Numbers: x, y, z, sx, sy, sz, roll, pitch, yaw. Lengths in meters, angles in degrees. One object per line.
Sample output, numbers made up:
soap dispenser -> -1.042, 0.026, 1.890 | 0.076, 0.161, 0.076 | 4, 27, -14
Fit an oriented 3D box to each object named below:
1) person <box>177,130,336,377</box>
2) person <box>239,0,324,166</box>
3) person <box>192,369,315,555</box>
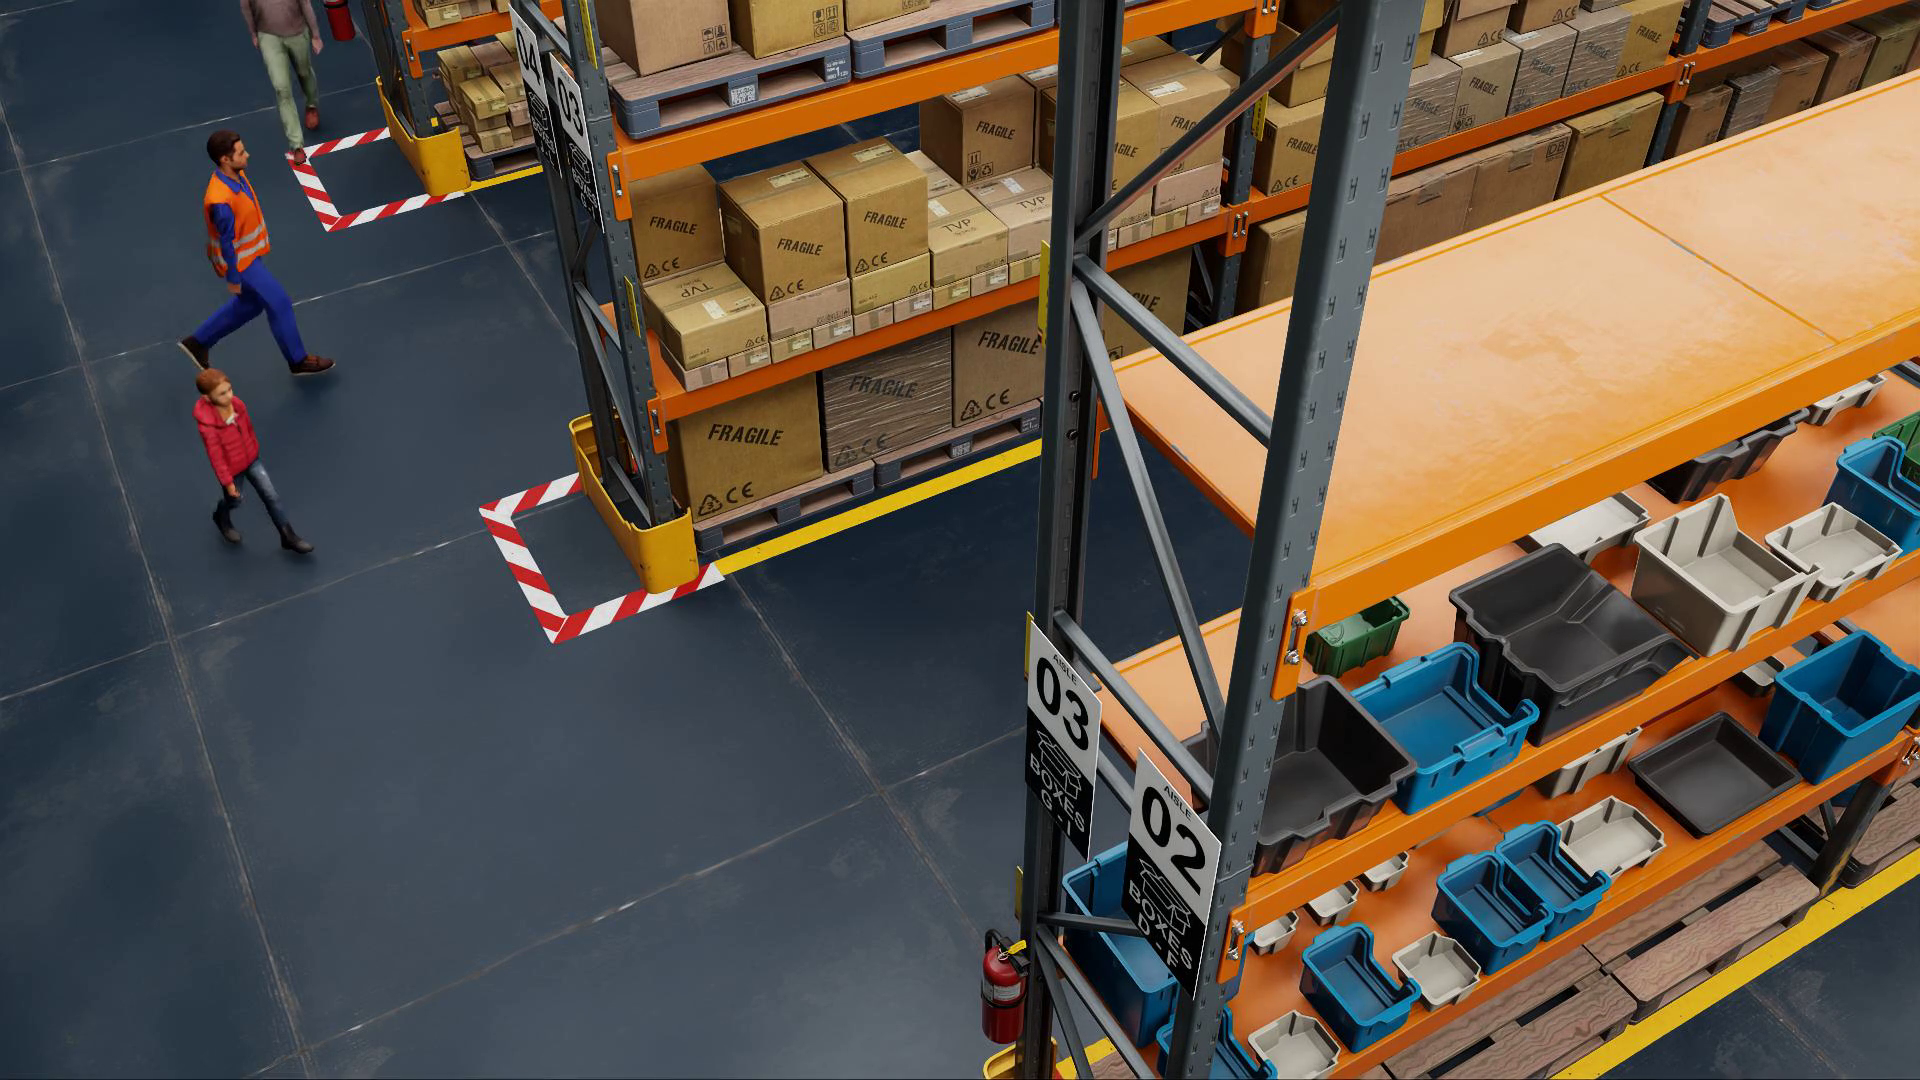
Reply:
person -> -4.691, -1.740, 10.647 | 1.250, 1.813, 0.918 | -9, 44, -9
person -> -5.280, -3.964, 13.030 | 1.294, 1.810, 0.973 | -10, 44, -10
person -> -4.240, -0.441, 9.638 | 0.864, 1.291, 0.910 | 21, 47, 21
